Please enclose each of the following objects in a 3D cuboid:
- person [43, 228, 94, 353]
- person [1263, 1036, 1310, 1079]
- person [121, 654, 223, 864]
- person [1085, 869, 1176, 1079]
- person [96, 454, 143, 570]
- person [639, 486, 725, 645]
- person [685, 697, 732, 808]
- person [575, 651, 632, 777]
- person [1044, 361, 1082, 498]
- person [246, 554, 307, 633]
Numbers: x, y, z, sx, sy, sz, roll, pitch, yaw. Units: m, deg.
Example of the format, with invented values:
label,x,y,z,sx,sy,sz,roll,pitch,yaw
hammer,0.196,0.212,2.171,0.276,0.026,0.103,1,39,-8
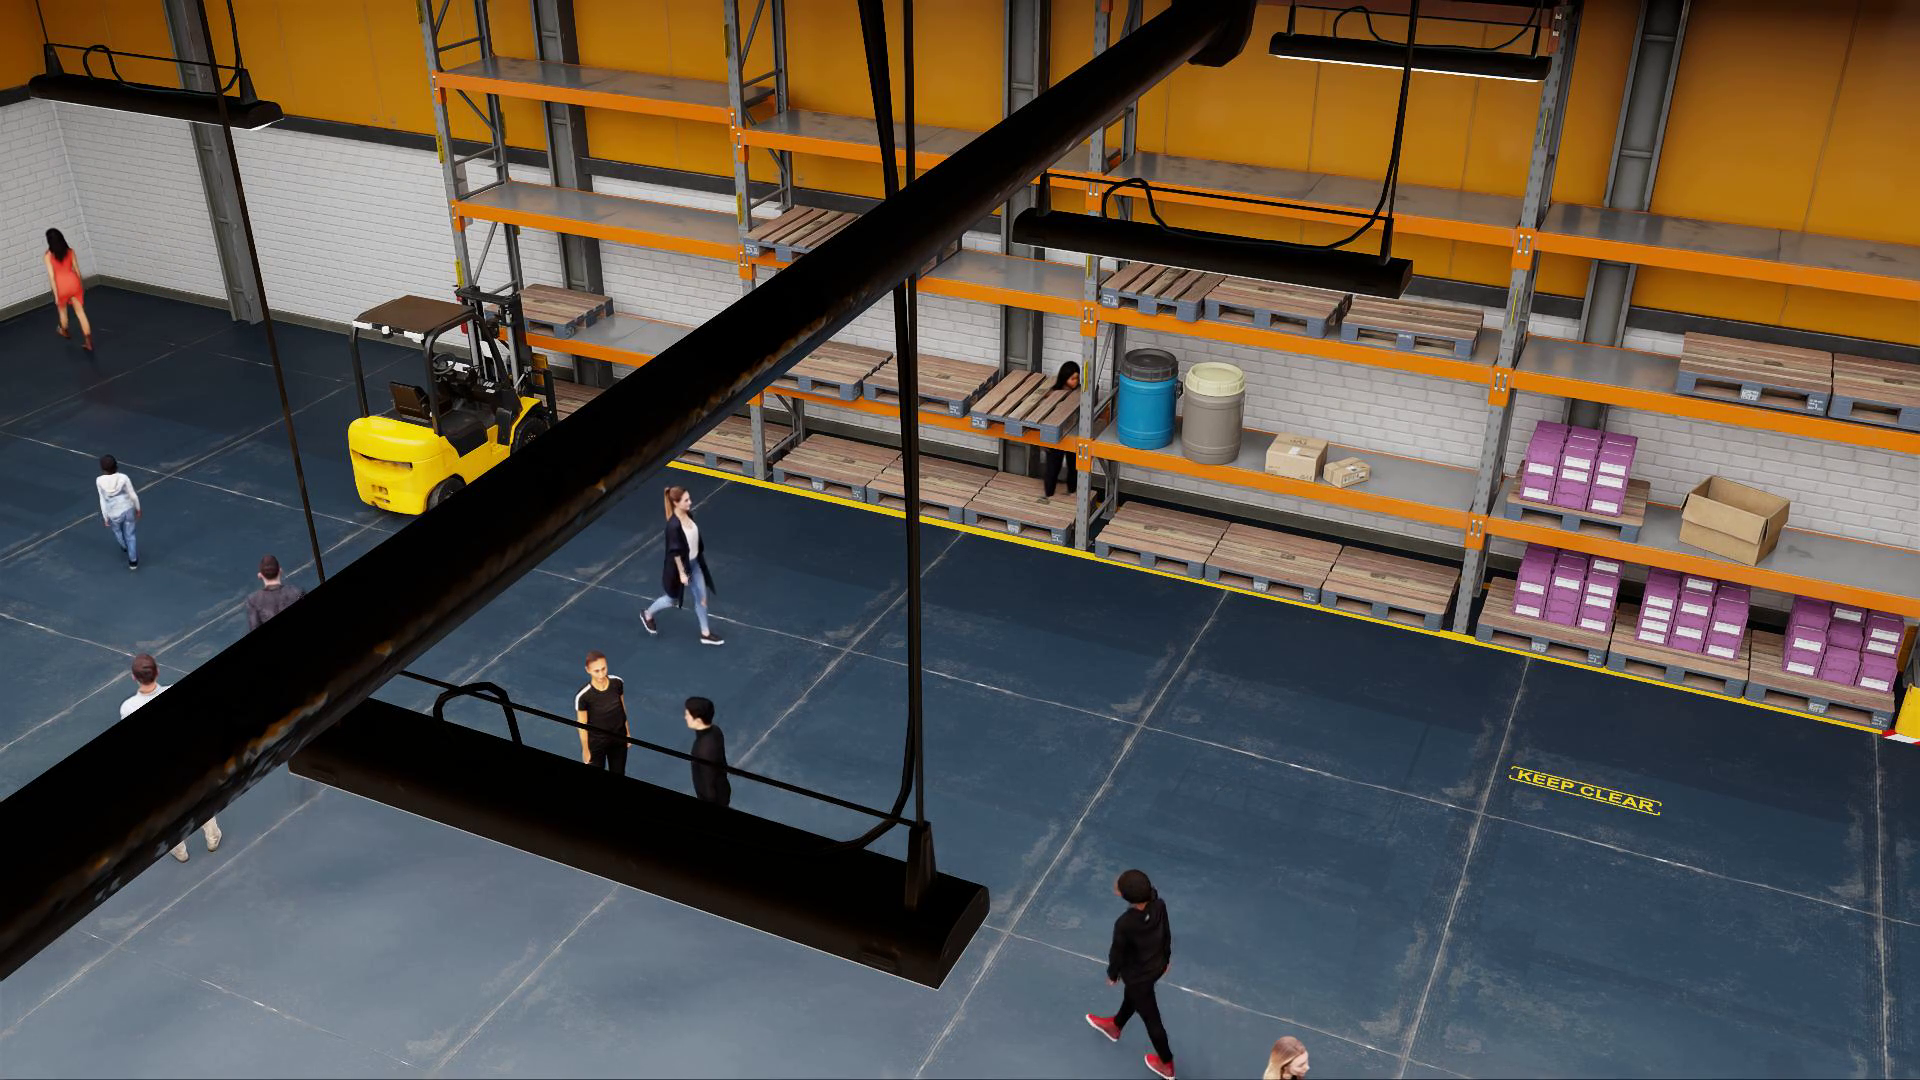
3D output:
label,x,y,z,sx,sy,sz,roll,pitch,yaw
person,-11.978,-3.330,22.414,1.167,1.672,0.835,23,36,36
person,1.841,3.556,9.757,0.516,1.705,0.614,15,32,25
person,-6.189,1.697,13.015,0.731,1.848,0.742,-17,33,-28
person,1.279,2.897,11.046,0.826,1.626,1.061,-21,35,-33
person,-8.724,-0.273,17.263,0.795,1.238,0.862,-11,30,-19
person,-2.724,0.259,15.852,1.092,1.656,0.631,11,31,20
person,-1.830,1.946,12.700,0.797,1.712,0.788,0,29,0
person,-2.858,1.600,13.379,0.648,1.669,0.631,-22,36,-35
person,1.155,-1.132,18.238,0.779,1.812,0.837,-10,30,-18
person,-5.776,1.003,14.342,1.119,1.797,1.181,-10,30,-17
